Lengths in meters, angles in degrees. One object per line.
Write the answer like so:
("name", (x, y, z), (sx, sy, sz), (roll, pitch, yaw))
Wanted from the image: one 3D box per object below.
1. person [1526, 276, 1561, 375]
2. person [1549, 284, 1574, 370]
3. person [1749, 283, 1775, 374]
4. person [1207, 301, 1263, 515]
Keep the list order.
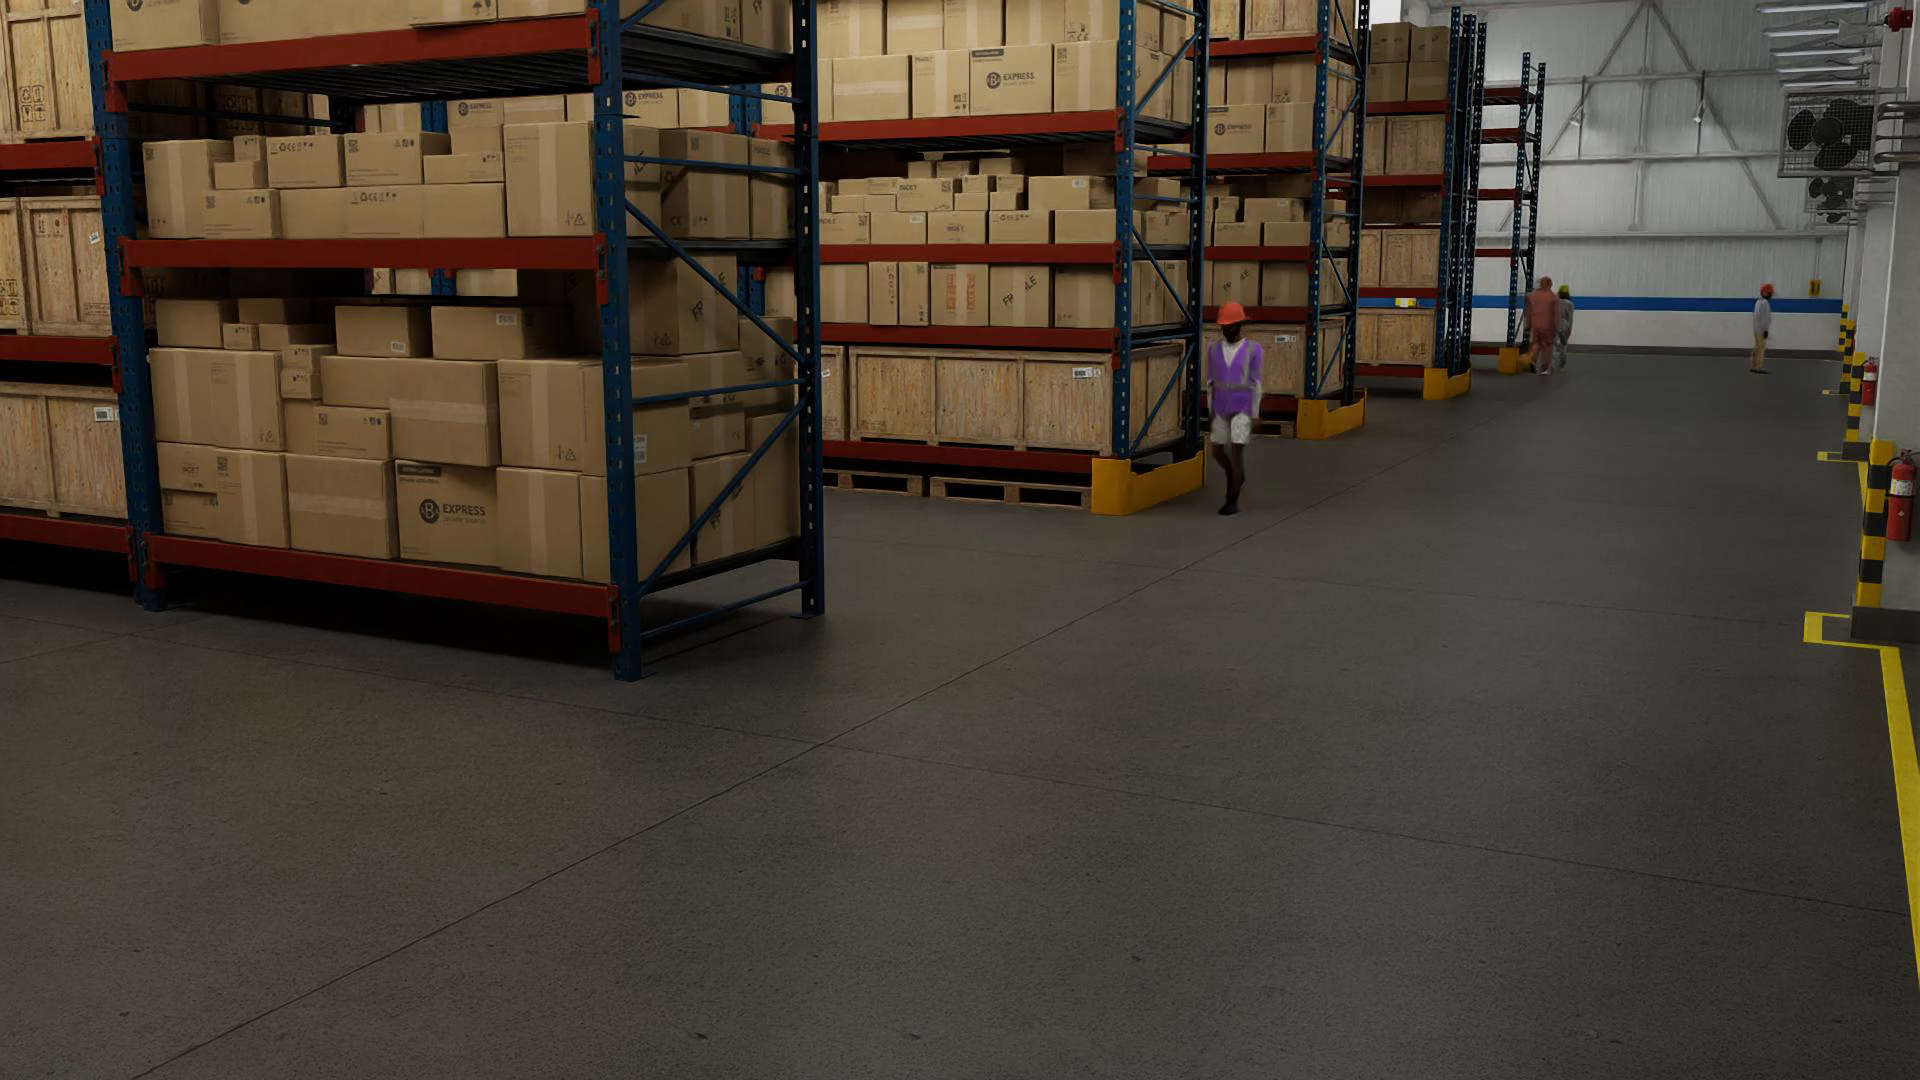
("person", (11.171, -4.090, 31.791), (0.677, 1.885, 0.433), (9, 13, 42))
("person", (11.859, -4.192, 32.874), (0.489, 1.719, 0.709), (4, 11, 21))
("person", (15.521, -4.084, 32.150), (0.342, 1.749, 0.573), (2, 10, 12))
("person", (2.469, -1.189, 14.932), (0.538, 1.914, 0.581), (6, 12, 31))
